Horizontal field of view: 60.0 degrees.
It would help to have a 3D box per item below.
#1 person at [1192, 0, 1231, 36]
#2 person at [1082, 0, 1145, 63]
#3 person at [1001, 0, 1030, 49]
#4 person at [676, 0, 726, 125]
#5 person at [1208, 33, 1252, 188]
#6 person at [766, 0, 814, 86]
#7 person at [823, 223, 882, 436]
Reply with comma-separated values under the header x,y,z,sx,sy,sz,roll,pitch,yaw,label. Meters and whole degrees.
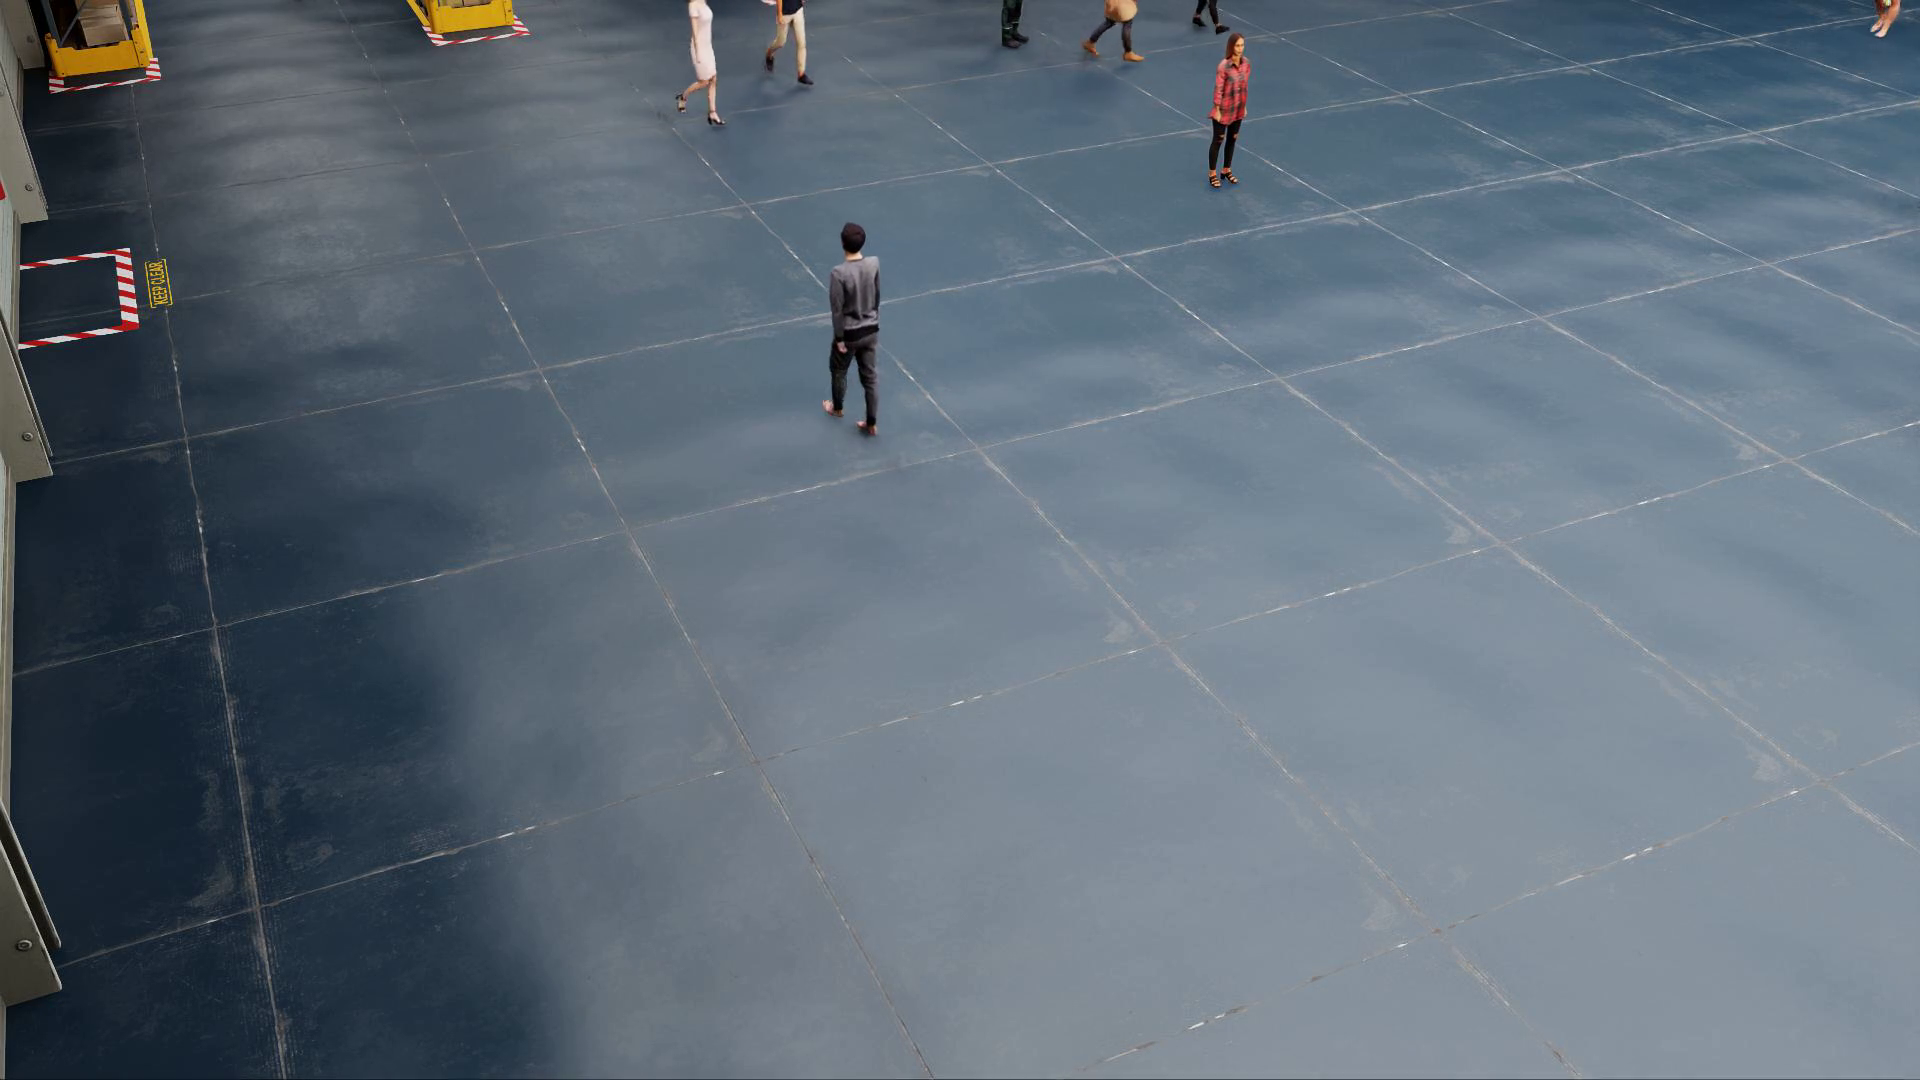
x,y,z,sx,sy,sz,roll,pitch,yaw,label
3.532,-8.086,23.642,0.749,1.666,1.160,-22,39,-30,person
2.054,-7.321,22.433,1.076,1.701,1.124,5,33,7,person
0.756,-7.859,23.077,0.796,1.900,0.764,15,36,22,person
-3.206,-5.940,20.202,0.968,1.817,0.909,11,35,16,person
3.011,-4.810,18.571,0.623,1.702,0.571,-18,37,-26,person
-2.274,-6.883,21.635,0.790,1.837,1.152,-23,40,-31,person
-0.798,-1.691,13.669,0.729,1.819,0.913,-17,37,-24,person
